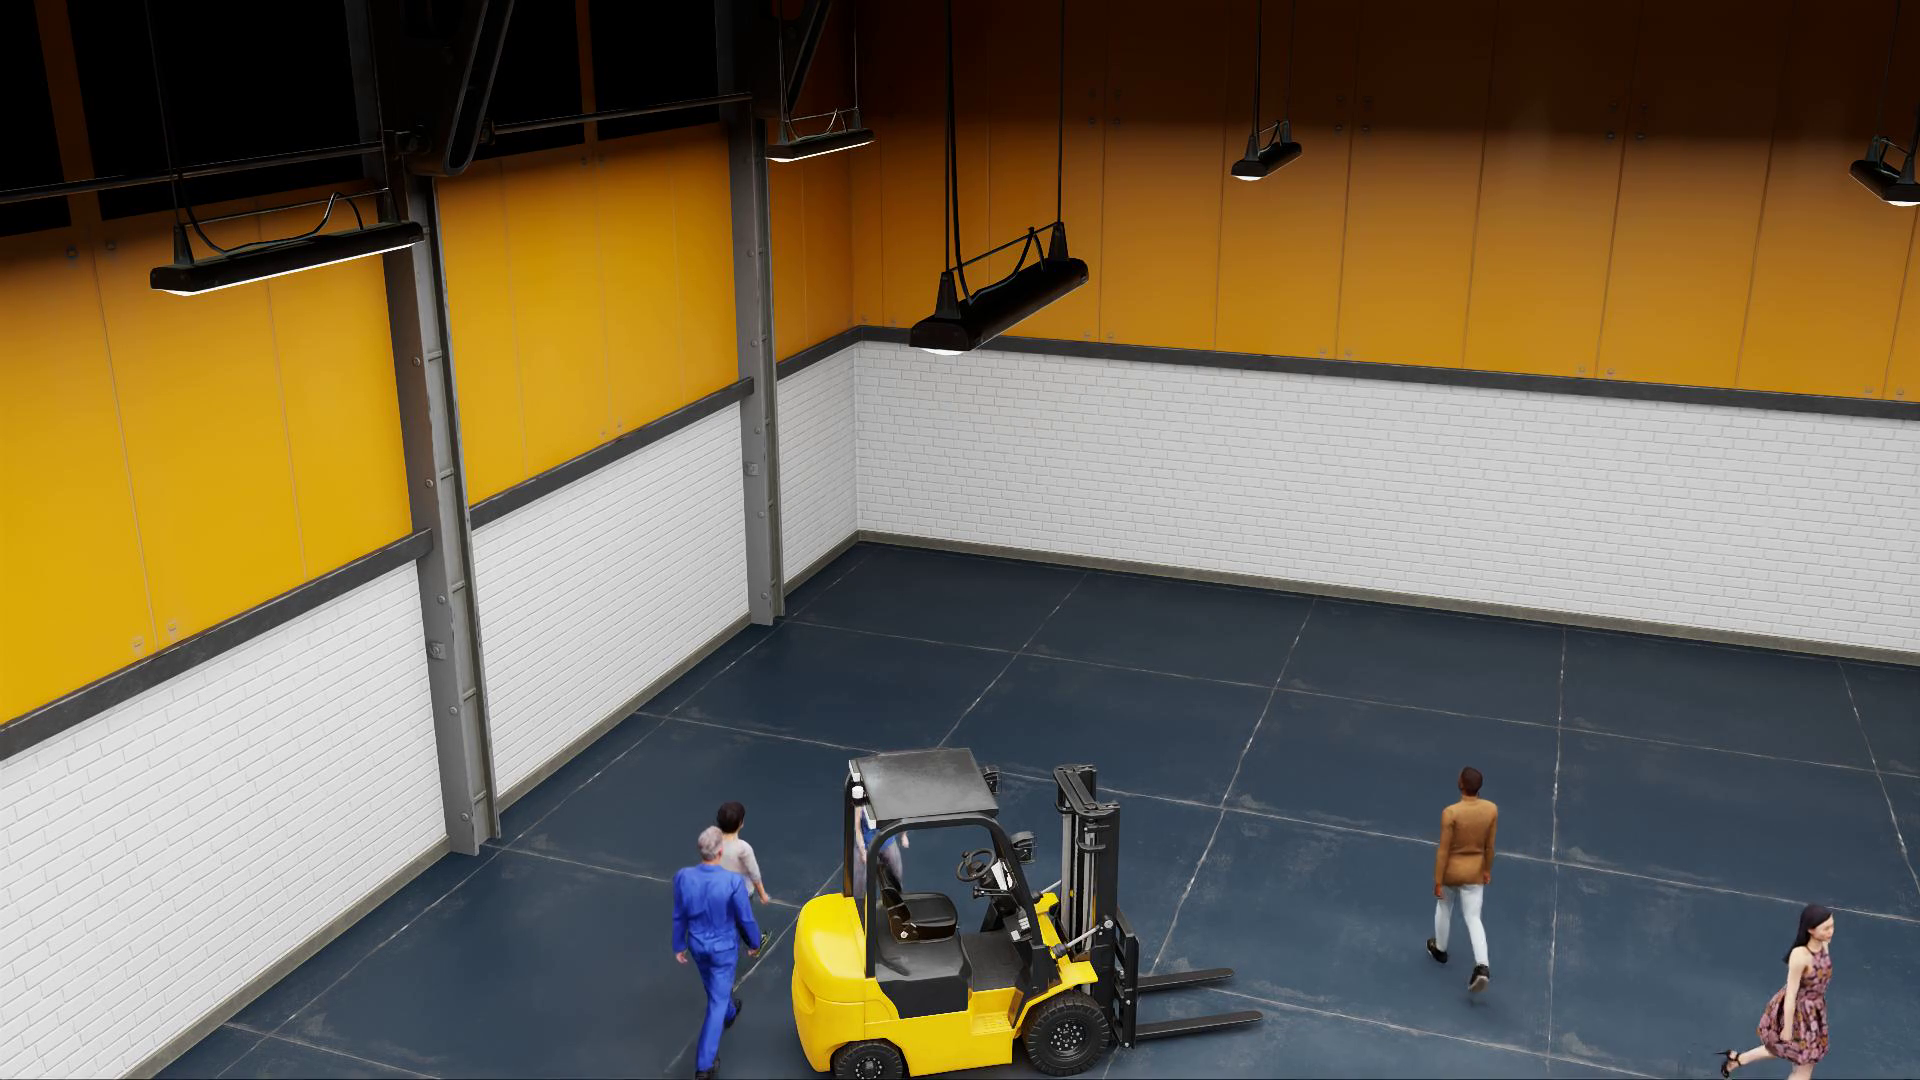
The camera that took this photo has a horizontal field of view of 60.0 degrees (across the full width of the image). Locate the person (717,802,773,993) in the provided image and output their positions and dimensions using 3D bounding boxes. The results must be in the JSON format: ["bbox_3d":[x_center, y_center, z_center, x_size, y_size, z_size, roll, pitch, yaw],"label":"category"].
[{"bbox_3d":[-1.784,2.786,12.771,0.747,1.512,1.088,13,23,34],"label":"person"}]

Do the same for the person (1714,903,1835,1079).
[{"bbox_3d":[5.556,3.197,11.169,0.981,1.756,0.934,-17,25,-41],"label":"person"}]

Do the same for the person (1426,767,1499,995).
[{"bbox_3d":[3.916,2.619,12.831,0.975,1.791,1.235,-2,19,-7],"label":"person"}]

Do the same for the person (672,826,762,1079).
[{"bbox_3d":[-1.780,2.960,11.840,0.808,1.777,1.213,5,19,14],"label":"person"}]
